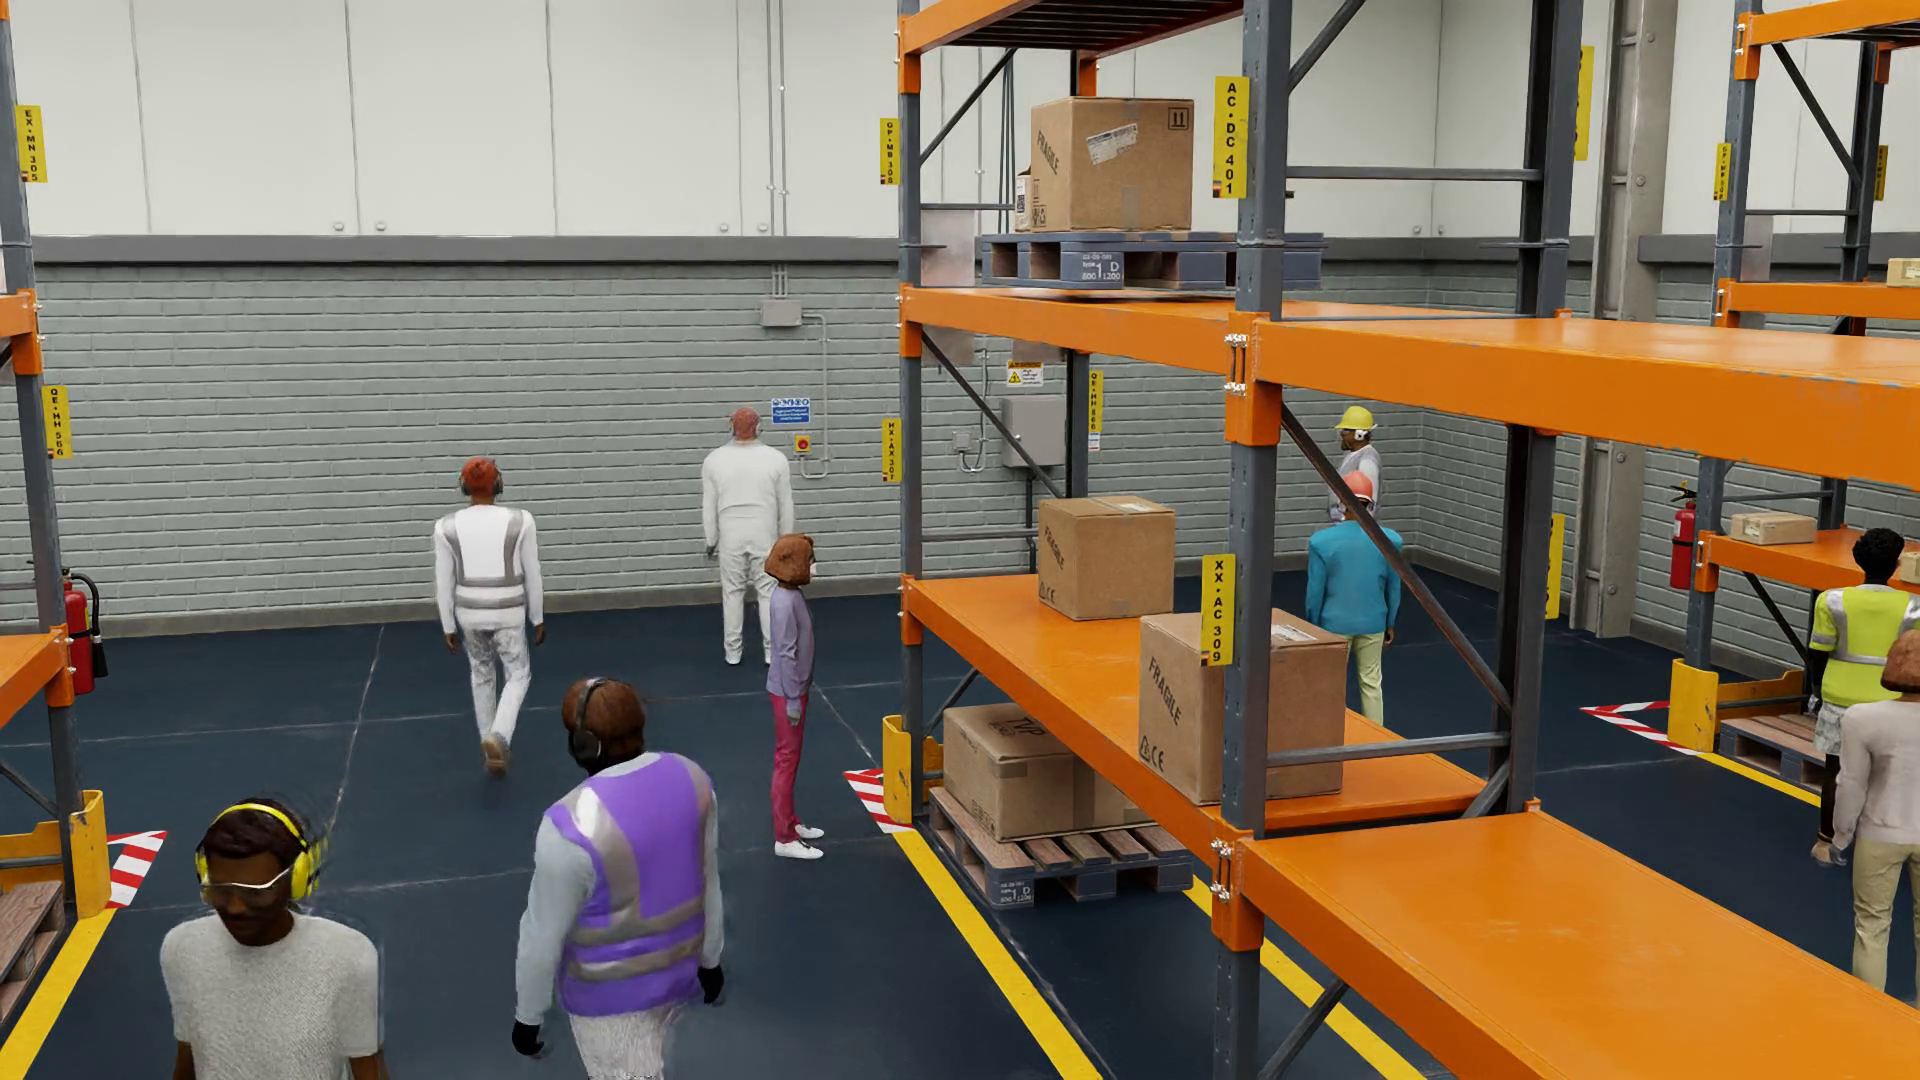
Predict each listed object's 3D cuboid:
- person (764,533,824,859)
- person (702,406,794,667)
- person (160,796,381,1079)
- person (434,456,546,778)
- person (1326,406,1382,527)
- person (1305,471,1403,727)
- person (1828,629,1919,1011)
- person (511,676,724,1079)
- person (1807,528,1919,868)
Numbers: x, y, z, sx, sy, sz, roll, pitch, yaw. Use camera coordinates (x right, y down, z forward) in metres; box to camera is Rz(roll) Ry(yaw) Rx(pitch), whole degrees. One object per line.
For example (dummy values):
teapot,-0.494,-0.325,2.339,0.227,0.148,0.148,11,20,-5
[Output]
person,-0.829,0.769,8.349,0.279,1.633,0.500,0,10,-3
person,-1.531,-0.025,12.102,0.651,1.904,0.403,0,10,-2
person,-1.551,1.467,3.754,0.549,1.847,0.425,0,10,1
person,-2.677,0.456,9.476,0.593,1.864,0.626,-1,10,-4
person,3.030,-0.115,12.821,0.403,1.833,0.591,0,10,0
person,2.288,0.468,9.721,0.562,1.752,0.324,-1,10,-3
person,3.537,1.139,6.243,0.501,1.631,0.286,3,10,16
person,-1.072,1.279,4.917,0.770,1.810,0.654,6,12,31
person,4.409,0.782,8.095,0.536,1.694,0.322,5,11,27
